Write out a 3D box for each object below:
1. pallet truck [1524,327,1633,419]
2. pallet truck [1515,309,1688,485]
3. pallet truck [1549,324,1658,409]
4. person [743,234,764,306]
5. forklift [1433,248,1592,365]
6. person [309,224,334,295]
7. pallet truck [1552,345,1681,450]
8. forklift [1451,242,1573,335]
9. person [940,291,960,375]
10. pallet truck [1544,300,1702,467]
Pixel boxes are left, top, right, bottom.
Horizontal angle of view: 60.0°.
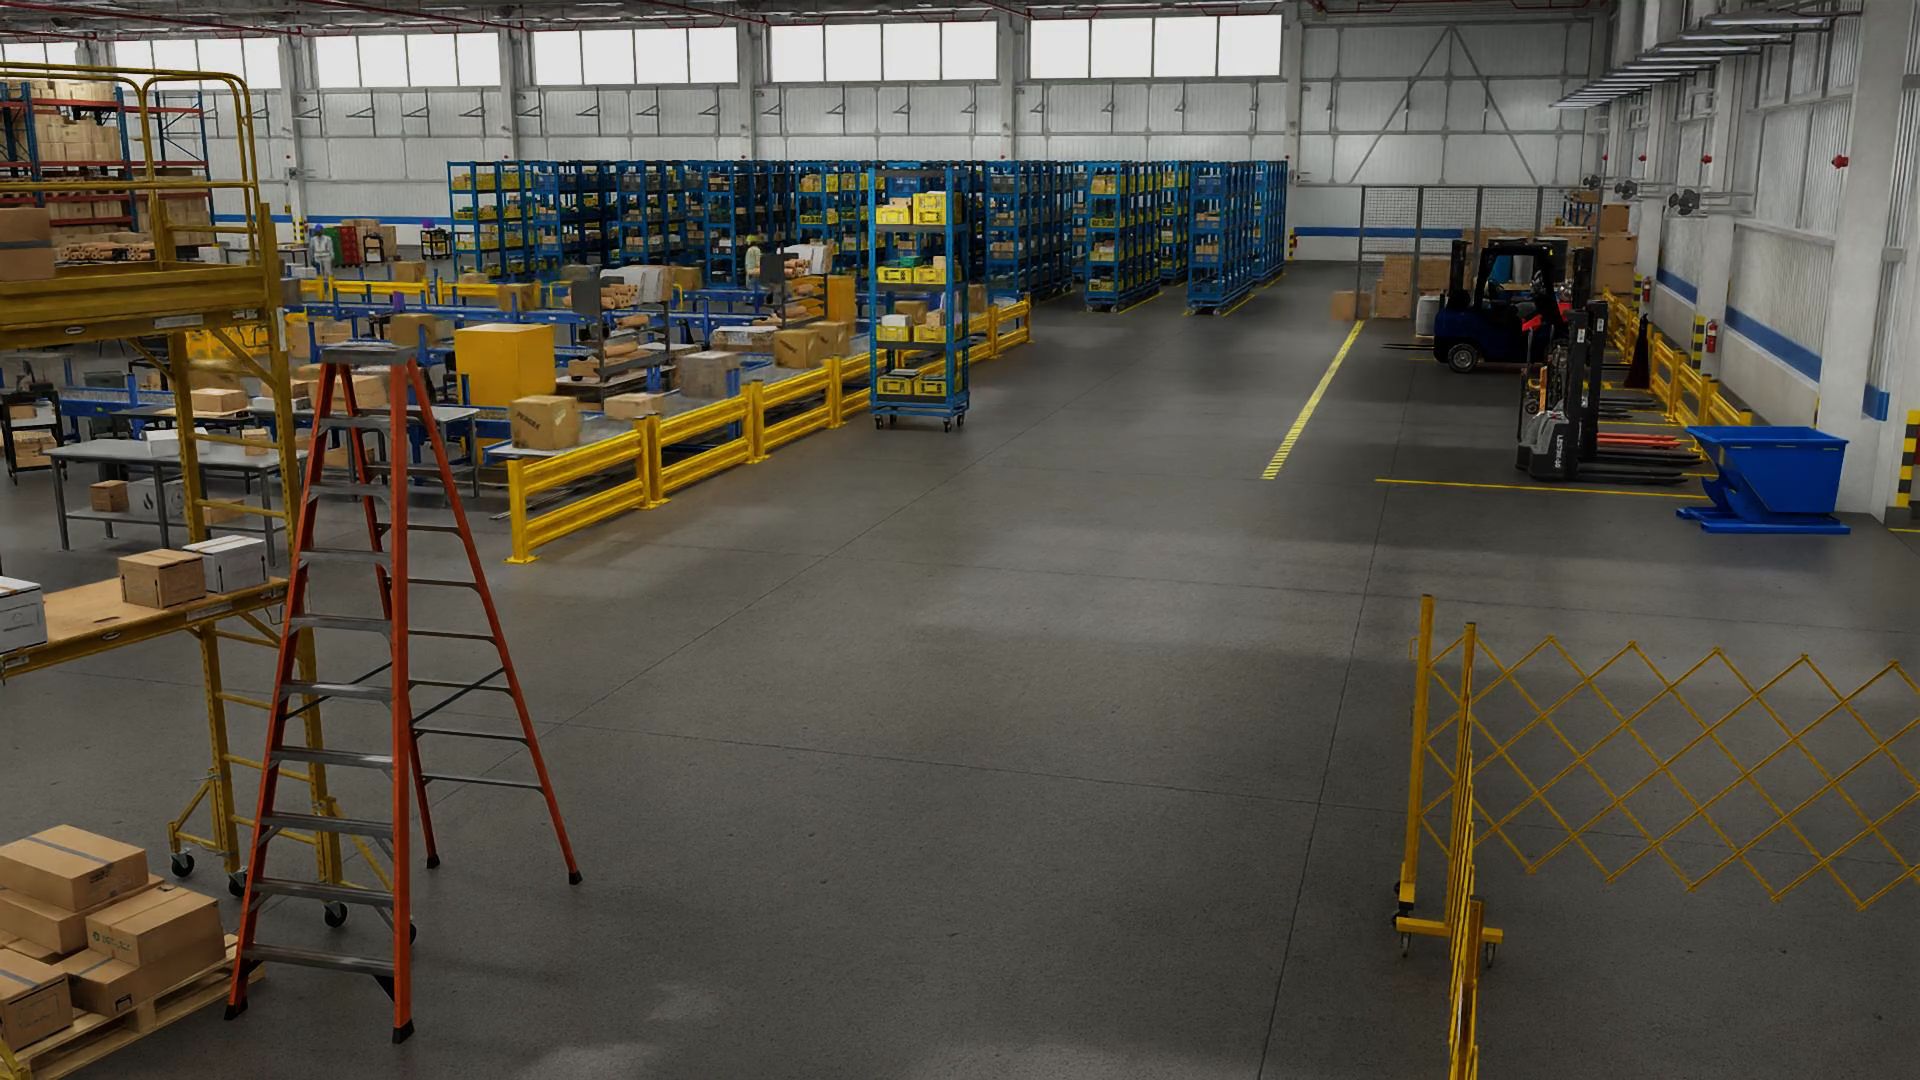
[{"bbox_3d":[9.065,-2.460,24.370,1.522,1.261,0.704,3,13,14],"label":"pallet truck"},{"bbox_3d":[7.554,-1.677,19.446,1.885,1.965,0.823,3,13,14],"label":"pallet truck"},{"bbox_3d":[9.824,-2.669,25.407,1.601,1.201,0.680,4,14,16],"label":"pallet truck"},{"bbox_3d":[-5.169,-6.816,42.058,0.679,1.812,0.597,5,14,22],"label":"person"},{"bbox_3d":[9.780,-4.111,29.280,2.680,1.987,1.157,3,13,14],"label":"forklift"},{"bbox_3d":[-17.435,-7.639,45.392,0.619,1.907,0.936,-3,13,-11],"label":"person"},{"bbox_3d":[8.641,-1.896,21.908,1.630,1.274,0.653,4,14,16],"label":"pallet truck"},{"bbox_3d":[10.464,-4.597,31.405,2.680,1.987,1.157,4,14,16],"label":"forklift"},{"bbox_3d":[-0.207,-3.546,27.453,0.403,2.035,0.603,0,13,1],"label":"person"},{"bbox_3d":[8.263,-1.952,20.631,1.885,1.965,0.823,5,14,20],"label":"pallet truck"}]
